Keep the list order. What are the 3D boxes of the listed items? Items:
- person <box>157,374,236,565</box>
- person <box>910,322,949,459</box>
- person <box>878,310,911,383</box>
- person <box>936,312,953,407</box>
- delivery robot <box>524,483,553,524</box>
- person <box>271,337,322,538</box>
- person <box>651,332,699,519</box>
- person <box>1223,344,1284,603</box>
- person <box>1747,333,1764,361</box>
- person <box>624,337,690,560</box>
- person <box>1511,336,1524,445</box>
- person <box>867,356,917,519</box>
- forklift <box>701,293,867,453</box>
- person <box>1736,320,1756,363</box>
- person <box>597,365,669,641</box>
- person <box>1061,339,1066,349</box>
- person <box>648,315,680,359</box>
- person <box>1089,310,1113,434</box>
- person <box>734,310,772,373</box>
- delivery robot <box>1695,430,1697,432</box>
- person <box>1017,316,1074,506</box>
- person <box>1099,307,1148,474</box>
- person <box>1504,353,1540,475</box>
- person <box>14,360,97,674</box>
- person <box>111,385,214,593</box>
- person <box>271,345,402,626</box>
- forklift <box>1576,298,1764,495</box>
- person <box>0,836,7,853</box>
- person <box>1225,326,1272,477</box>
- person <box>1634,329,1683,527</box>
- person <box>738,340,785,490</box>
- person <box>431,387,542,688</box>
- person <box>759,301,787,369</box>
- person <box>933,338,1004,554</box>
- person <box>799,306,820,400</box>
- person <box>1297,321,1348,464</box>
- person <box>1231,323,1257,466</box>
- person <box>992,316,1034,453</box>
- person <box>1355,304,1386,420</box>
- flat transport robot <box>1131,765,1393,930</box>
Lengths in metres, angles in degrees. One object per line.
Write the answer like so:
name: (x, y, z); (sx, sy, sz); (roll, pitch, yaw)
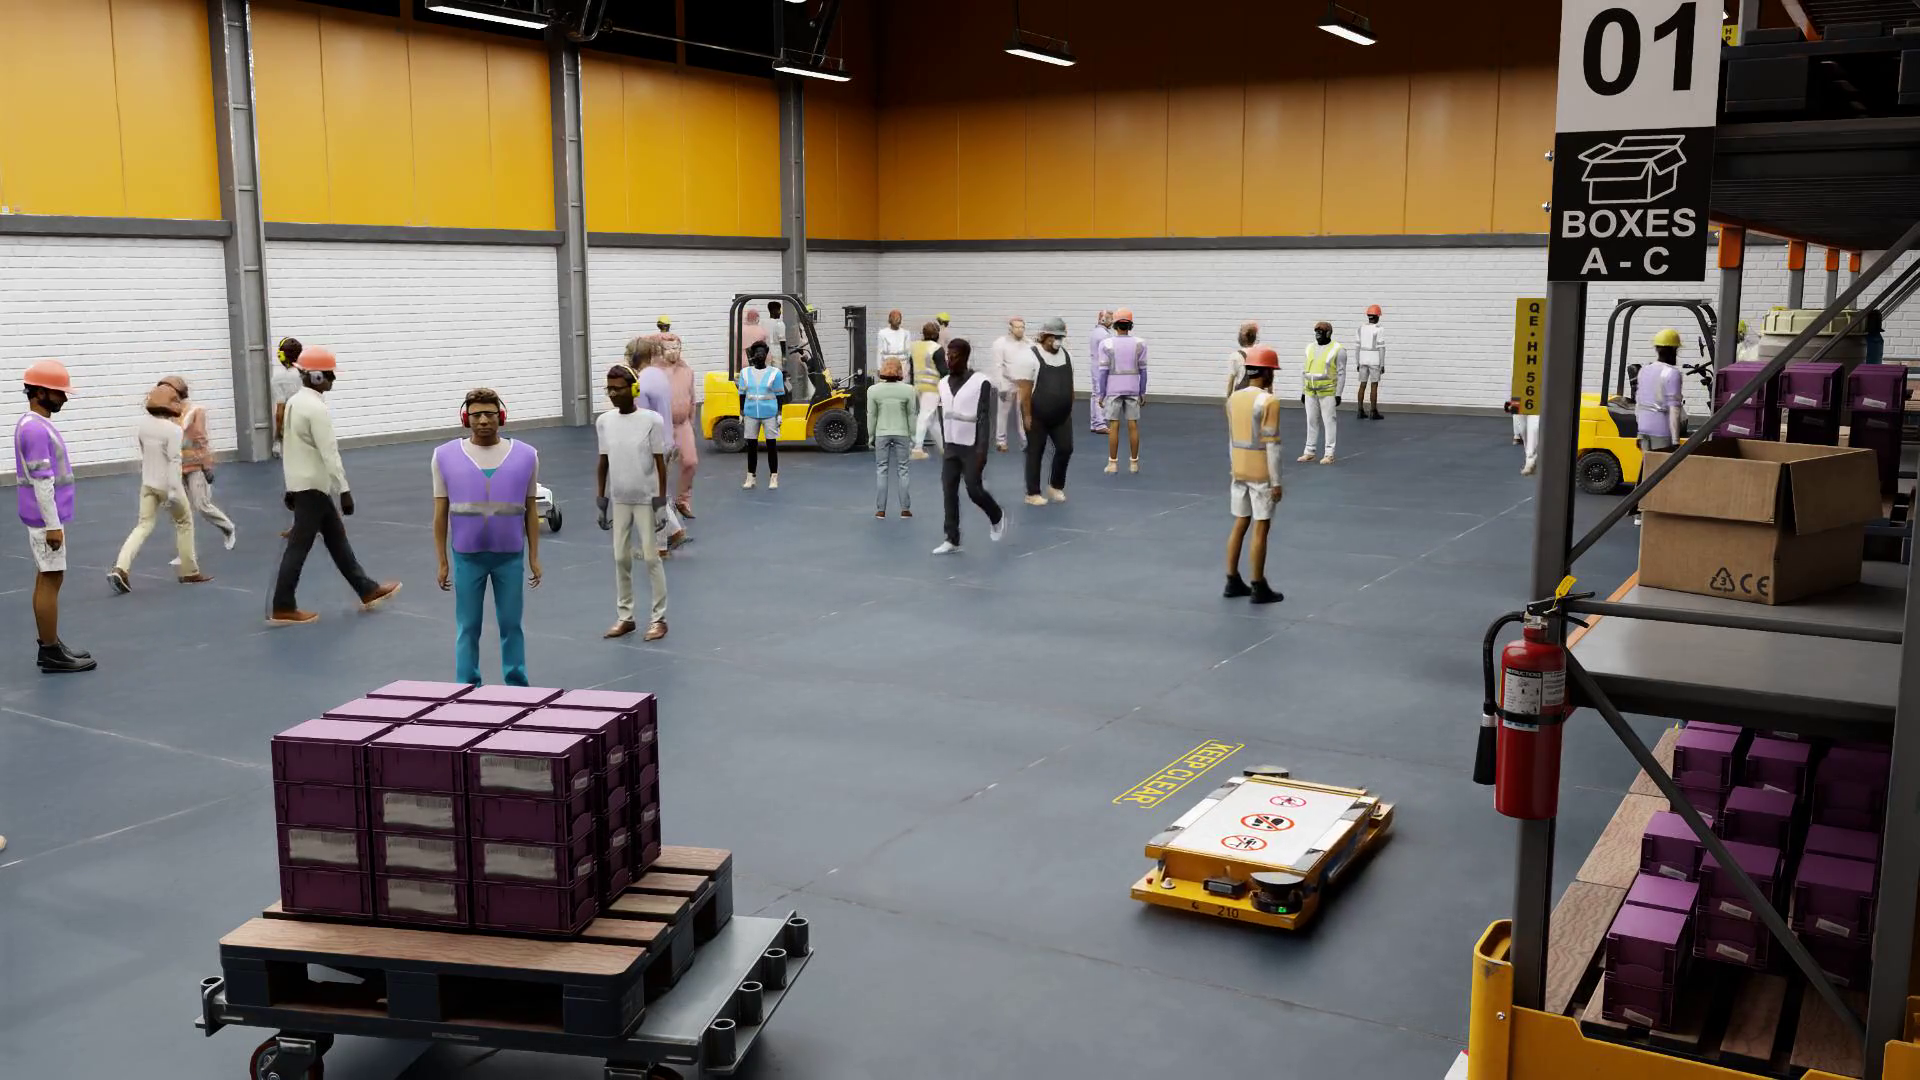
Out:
person: (-6.531, -0.614, 14.192); (0.528, 1.618, 0.612); (3, 10, 18)
person: (-0.336, -1.988, 22.155); (0.950, 1.799, 0.619); (-7, 11, -36)
person: (-1.090, -2.920, 27.843); (0.592, 1.855, 0.865); (-4, 10, -23)
person: (-0.326, -3.314, 30.600); (0.545, 1.751, 0.397); (7, 12, 39)
delivery robot: (-4.154, -0.409, 15.904); (0.477, 0.478, 0.707); (-5, 11, -30)
person: (-6.168, -0.946, 15.462); (0.309, 1.868, 0.534); (5, 10, 29)
person: (-2.860, -1.114, 16.496); (0.638, 1.878, 0.482); (-7, 11, -35)
person: (2.227, -0.495, 12.450); (0.374, 1.930, 0.553); (-5, 10, -28)
person: (10.865, -2.023, 22.497); (0.961, 1.780, 0.601); (-2, 9, -14)
person: (-2.649, -0.771, 14.201); (0.420, 1.920, 0.656); (1, 9, 7)
person: (8.162, -2.311, 23.764); (0.355, 1.936, 0.637); (-6, 11, -32)
person: (-0.681, -1.024, 16.680); (0.501, 1.633, 0.279); (0, 9, -1)
forklift: (-2.458, -2.344, 23.176); (2.313, 2.155, 1.214); (0, 9, -2)
person: (11.089, -2.259, 23.878); (0.909, 1.783, 0.612); (-4, 10, -21)
person: (-2.189, -0.245, 11.139); (0.516, 1.862, 0.350); (3, 9, 16)
person: (1.599, -2.713, 27.200); (0.308, 1.640, 0.526); (2, 9, 11)
person: (-4.920, -2.857, 27.716); (0.533, 1.765, 0.321); (0, 9, 1)
person: (2.204, -2.576, 25.540); (0.400, 1.902, 0.643); (-1, 9, -8)
person: (-3.511, -2.944, 28.038); (0.668, 1.840, 1.039); (1, 9, 5)
delivery robot: (8.962, -1.096, 20.195); (0.707, 0.478, 0.477); (-5, 10, -29)
person: (0.934, -1.372, 17.582); (0.718, 2.000, 0.545); (-5, 10, -27)
person: (1.983, -1.817, 20.358); (0.606, 2.044, 0.373); (-1, 9, -7)
person: (7.094, -1.724, 20.565); (0.628, 1.806, 0.926); (7, 11, 36)
person: (-5.605, -0.145, 10.278); (0.372, 1.928, 0.543); (-5, 11, -31)
person: (-6.254, -0.399, 12.901); (0.507, 1.599, 0.811); (4, 10, 25)
person: (-4.451, -0.390, 11.756); (1.027, 1.939, 0.645); (-6, 11, -35)
forklift: (7.954, -1.589, 18.462); (2.313, 2.155, 1.214); (5, 11, 30)
person: (-4.268, 0.519, 6.855); (0.540, 1.696, 0.316); (-2, 9, -11)
person: (3.498, -1.655, 20.074); (0.580, 1.827, 0.448); (-1, 9, -3)
person: (6.710, -1.052, 15.957); (0.376, 1.923, 0.615); (-2, 9, -13)
person: (-2.264, -1.415, 18.908); (0.540, 1.699, 0.315); (1, 9, 7)
person: (-2.568, 0.089, 9.069); (0.567, 1.846, 0.389); (-4, 10, -22)
person: (-3.373, -3.334, 30.067); (0.608, 1.963, 0.372); (6, 11, 34)
person: (0.081, -0.836, 14.681); (0.591, 1.899, 0.740); (7, 12, 39)
person: (-2.599, -3.196, 29.449); (0.436, 1.885, 0.628); (2, 9, 11)
person: (4.670, -1.902, 21.510); (0.430, 1.845, 0.619); (-9, 13, -44)
person: (3.618, -1.780, 20.736); (0.457, 1.855, 0.604); (-5, 10, -28)
person: (0.762, -2.124, 22.796); (0.666, 1.904, 0.538); (-4, 10, -22)
person: (6.942, -2.999, 28.061); (0.374, 1.935, 0.552); (-8, 12, -42)
flat transport robot: (1.282, 1.229, 6.856); (0.652, 0.197, 1.431); (5, 10, 28)
